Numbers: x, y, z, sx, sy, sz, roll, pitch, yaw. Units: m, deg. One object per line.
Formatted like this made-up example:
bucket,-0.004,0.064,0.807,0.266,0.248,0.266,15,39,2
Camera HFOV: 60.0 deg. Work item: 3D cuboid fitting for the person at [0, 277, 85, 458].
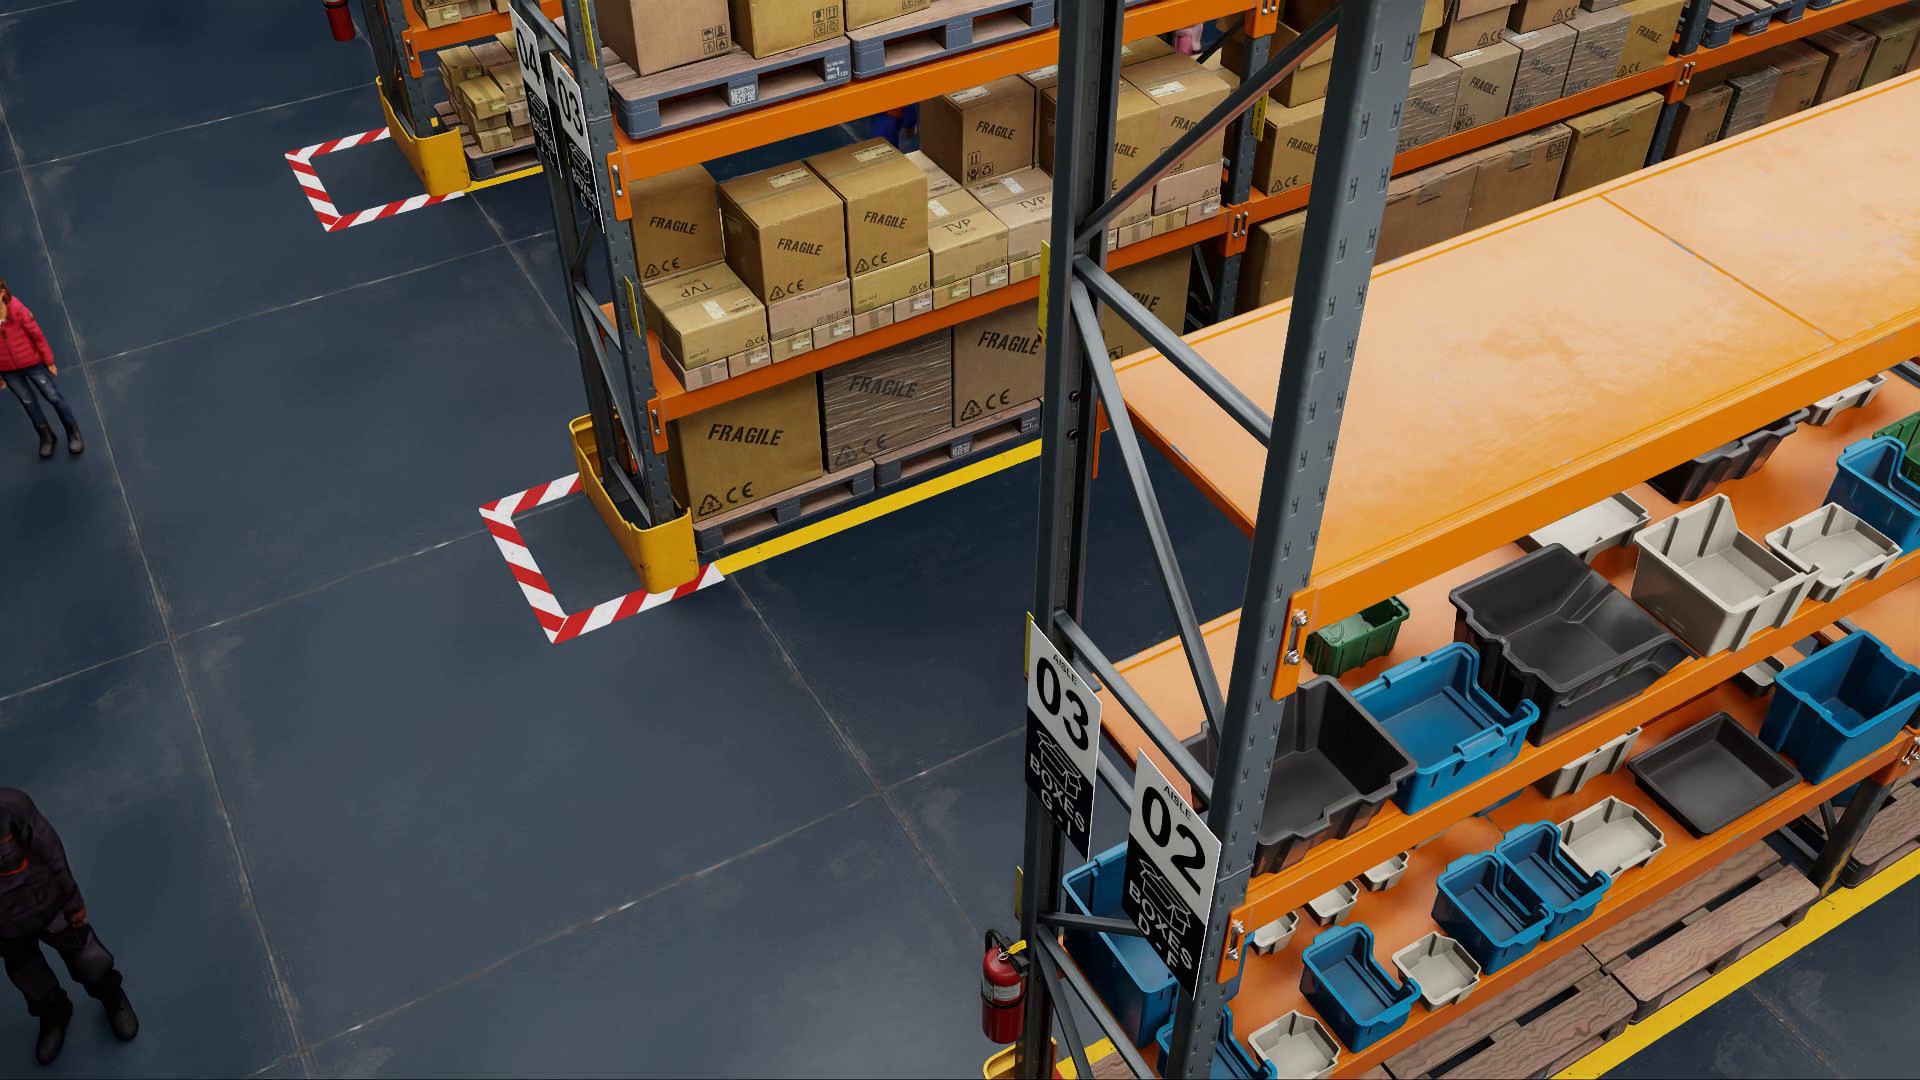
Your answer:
person,-5.834,-1.106,10.331,0.528,1.316,0.633,-11,44,-11

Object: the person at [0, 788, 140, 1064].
person,-4.045,1.536,7.130,0.599,1.825,0.792,-14,45,-15
